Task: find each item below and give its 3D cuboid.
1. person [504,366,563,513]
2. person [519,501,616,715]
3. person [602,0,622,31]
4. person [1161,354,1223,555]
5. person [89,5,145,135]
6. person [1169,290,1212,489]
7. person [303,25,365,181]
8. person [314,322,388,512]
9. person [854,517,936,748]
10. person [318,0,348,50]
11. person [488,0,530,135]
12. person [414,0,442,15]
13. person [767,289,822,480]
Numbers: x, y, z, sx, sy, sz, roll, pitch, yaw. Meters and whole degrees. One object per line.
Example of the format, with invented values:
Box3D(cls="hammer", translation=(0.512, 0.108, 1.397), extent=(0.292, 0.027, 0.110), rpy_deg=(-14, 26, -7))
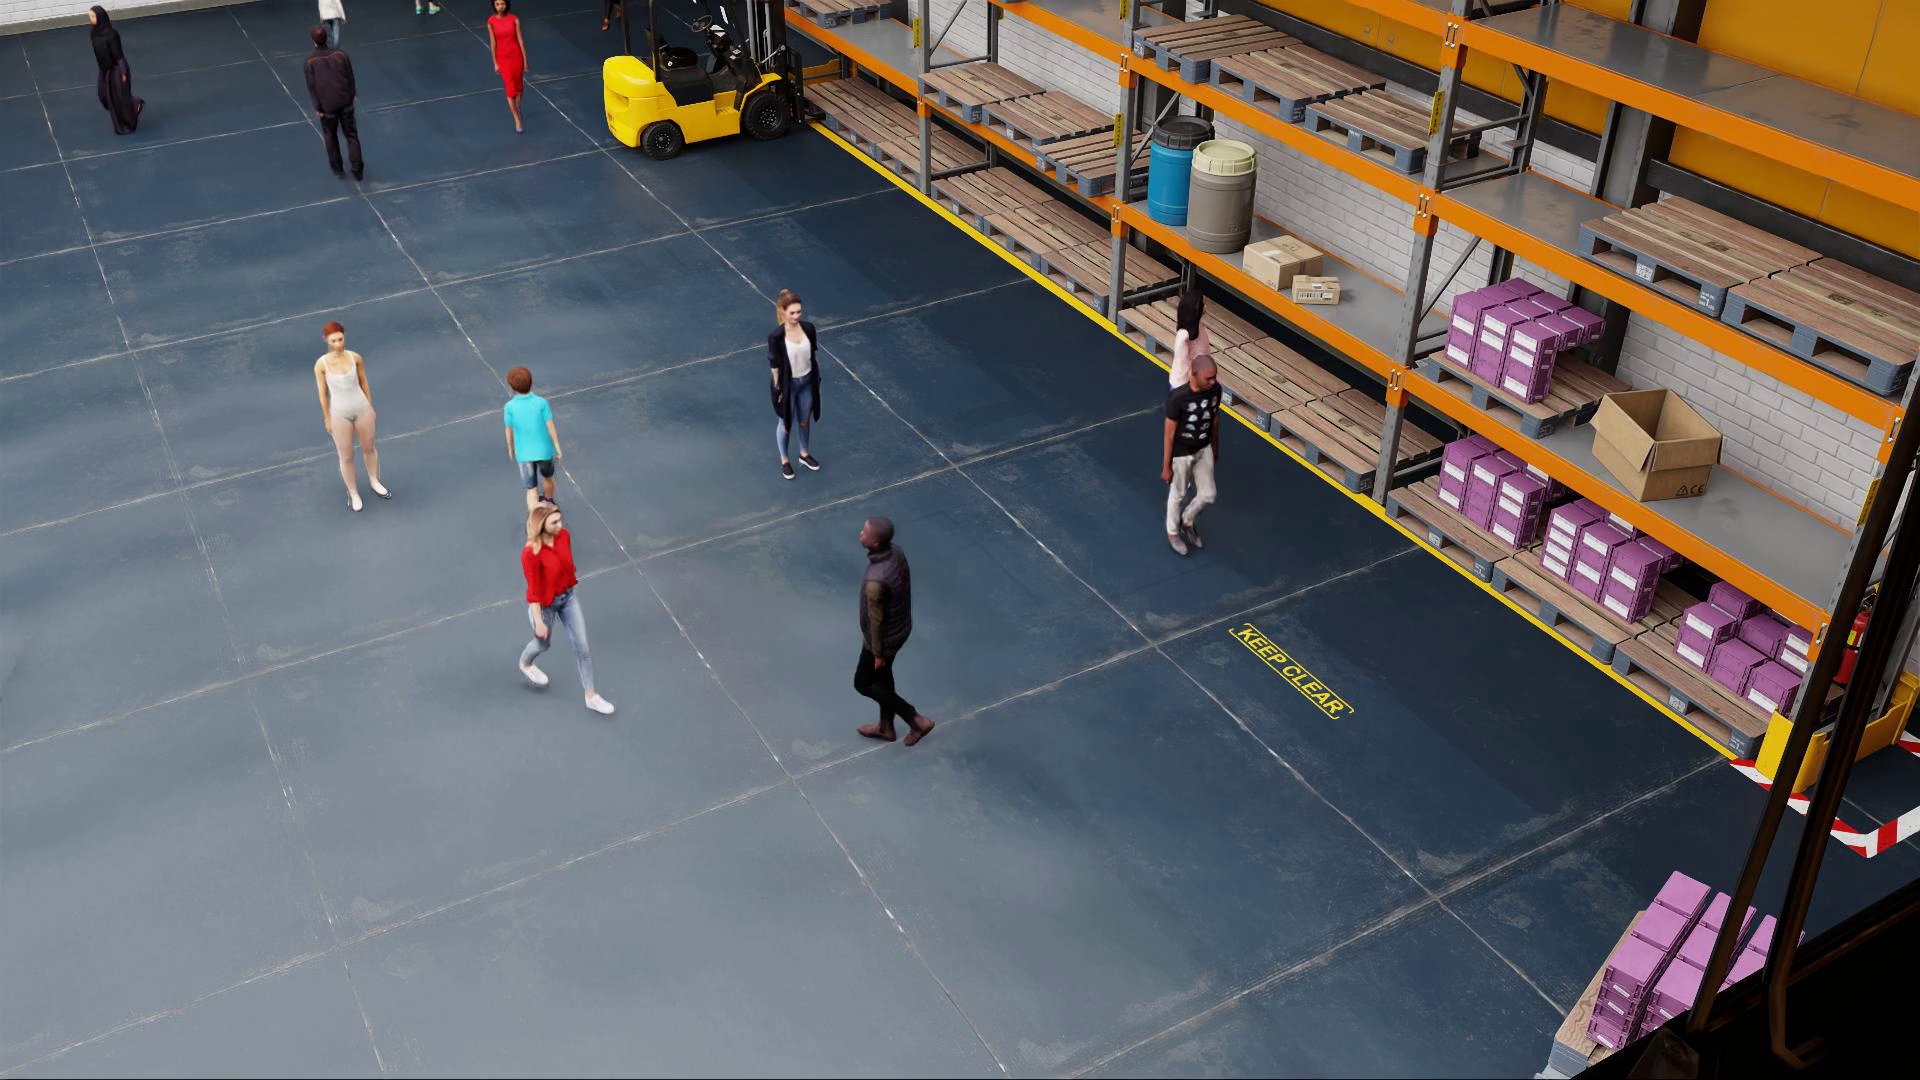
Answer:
Box3D(cls="person", translation=(-3.437, -0.685, 13.431), extent=(0.658, 1.423, 0.992), rpy_deg=(-10, 35, -15))
Box3D(cls="person", translation=(-2.874, 0.443, 11.509), extent=(1.195, 1.673, 0.970), rpy_deg=(18, 38, 25))
Box3D(cls="person", translation=(-5.329, -8.635, 25.173), extent=(1.086, 1.664, 1.176), rpy_deg=(7, 34, 10))
Box3D(cls="person", translation=(1.769, -0.719, 13.160), extent=(0.723, 1.781, 0.657), rpy_deg=(-15, 36, -21))
Box3D(cls="person", translation=(-10.808, -6.063, 21.357), extent=(0.878, 1.606, 0.906), rpy_deg=(14, 36, 20))
Box3D(cls="person", translation=(1.909, -1.300, 14.044), extent=(0.737, 1.769, 0.728), rpy_deg=(16, 37, 22))
Box3D(cls="person", translation=(-7.421, -5.171, 19.827), extent=(0.719, 1.814, 0.846), rpy_deg=(-16, 37, -23))
Box3D(cls="person", translation=(-5.064, -1.061, 13.797), extent=(0.587, 1.644, 0.585), rpy_deg=(-20, 38, -27))
Box3D(cls="person", translation=(-0.433, 0.642, 11.071), extent=(1.001, 1.825, 0.940), rpy_deg=(7, 34, 11))
Box3D(cls="person", translation=(-8.964, -7.393, 23.629), extent=(0.626, 1.306, 0.686), rpy_deg=(5, 34, 8))
Box3D(cls="person", translation=(-5.789, -6.171, 21.430), extent=(0.747, 1.706, 1.124), rpy_deg=(-10, 35, -15))
Box3D(cls="person", translation=(-8.429, -9.025, 25.727), extent=(0.690, 1.702, 0.712), rpy_deg=(2, 34, 3))
Box3D(cls="person", translation=(-1.418, -1.342, 14.177), extent=(0.627, 1.692, 0.556), rpy_deg=(-19, 38, -27))
